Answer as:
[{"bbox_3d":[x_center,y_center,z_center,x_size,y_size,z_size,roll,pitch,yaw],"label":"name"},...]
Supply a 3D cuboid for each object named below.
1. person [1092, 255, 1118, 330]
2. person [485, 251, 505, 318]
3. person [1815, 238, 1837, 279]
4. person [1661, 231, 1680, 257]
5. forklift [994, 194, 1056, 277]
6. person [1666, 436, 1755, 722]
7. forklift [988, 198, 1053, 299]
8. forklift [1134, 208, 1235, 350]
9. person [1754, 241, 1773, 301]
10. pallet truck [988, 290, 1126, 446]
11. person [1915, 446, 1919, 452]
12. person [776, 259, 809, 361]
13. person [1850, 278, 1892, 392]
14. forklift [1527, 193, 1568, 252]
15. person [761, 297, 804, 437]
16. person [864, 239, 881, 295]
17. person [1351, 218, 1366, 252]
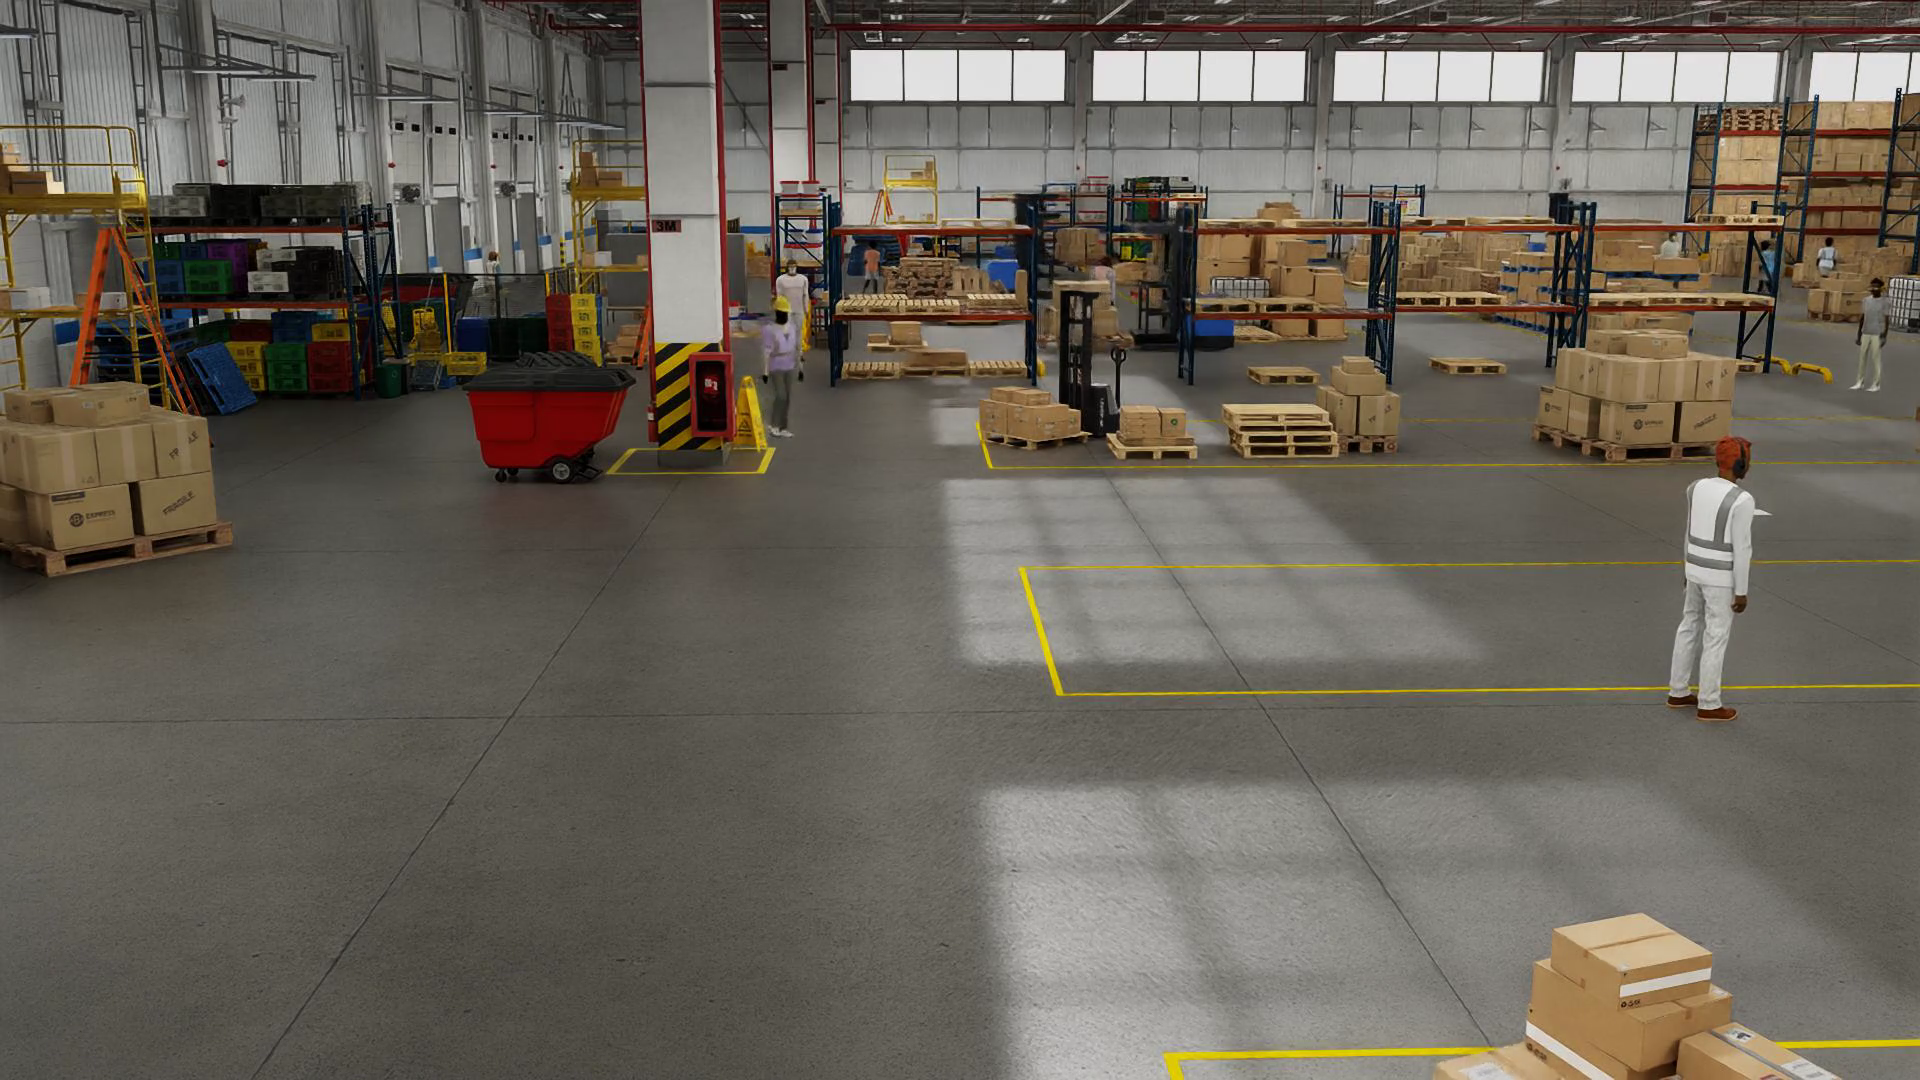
[{"bbox_3d":[3.119,-5.197,35.679,0.625,1.795,0.949,9,15,35],"label":"person"},{"bbox_3d":[-11.449,-6.265,40.858,0.516,1.633,0.312,10,16,38],"label":"person"},{"bbox_3d":[25.311,-7.984,48.527,0.528,1.667,0.799,0,12,-2],"label":"person"},{"bbox_3d":[20.200,-7.865,47.451,0.635,1.914,0.807,-4,13,-19],"label":"person"},{"bbox_3d":[2.171,-10.229,55.907,1.873,2.768,1.129,-7,14,-29],"label":"forklift"},{"bbox_3d":[4.936,0.252,10.885,0.353,1.877,0.573,-3,13,-15],"label":"person"},{"bbox_3d":[1.732,-8.194,46.717,1.873,2.768,1.129,0,12,-2],"label":"forklift"},{"bbox_3d":[4.549,-5.257,33.458,1.873,2.768,1.129,0,12,-2],"label":"forklift"},{"bbox_3d":[22.293,-7.456,46.163,0.535,1.644,0.817,-12,17,-43],"label":"person"},{"bbox_3d":[1.257,-2.299,22.111,1.885,1.965,0.823,-9,15,-35],"label":"pallet truck"},{"bbox_3d":[12.564,-2.114,21.175,0.689,2.000,0.539,-1,13,-6],"label":"person"},{"bbox_3d":[-3.160,-4.340,31.460,0.630,1.938,0.369,-4,13,-17],"label":"person"},{"bbox_3d":[14.927,-3.357,27.215,0.322,1.859,0.511,-7,14,-29],"label":"person"},{"bbox_3d":[20.716,-10.668,57.888,1.873,2.768,1.129,0,12,-2],"label":"forklift"},{"bbox_3d":[-2.382,-2.322,22.424,0.428,1.911,0.585,12,17,43],"label":"person"},{"bbox_3d":[-2.496,-7.636,46.912,0.550,1.680,0.540,5,13,20],"label":"person"},{"bbox_3d":[14.331,-10.576,59.659,0.432,1.920,0.553,-8,15,-32],"label":"person"}]
